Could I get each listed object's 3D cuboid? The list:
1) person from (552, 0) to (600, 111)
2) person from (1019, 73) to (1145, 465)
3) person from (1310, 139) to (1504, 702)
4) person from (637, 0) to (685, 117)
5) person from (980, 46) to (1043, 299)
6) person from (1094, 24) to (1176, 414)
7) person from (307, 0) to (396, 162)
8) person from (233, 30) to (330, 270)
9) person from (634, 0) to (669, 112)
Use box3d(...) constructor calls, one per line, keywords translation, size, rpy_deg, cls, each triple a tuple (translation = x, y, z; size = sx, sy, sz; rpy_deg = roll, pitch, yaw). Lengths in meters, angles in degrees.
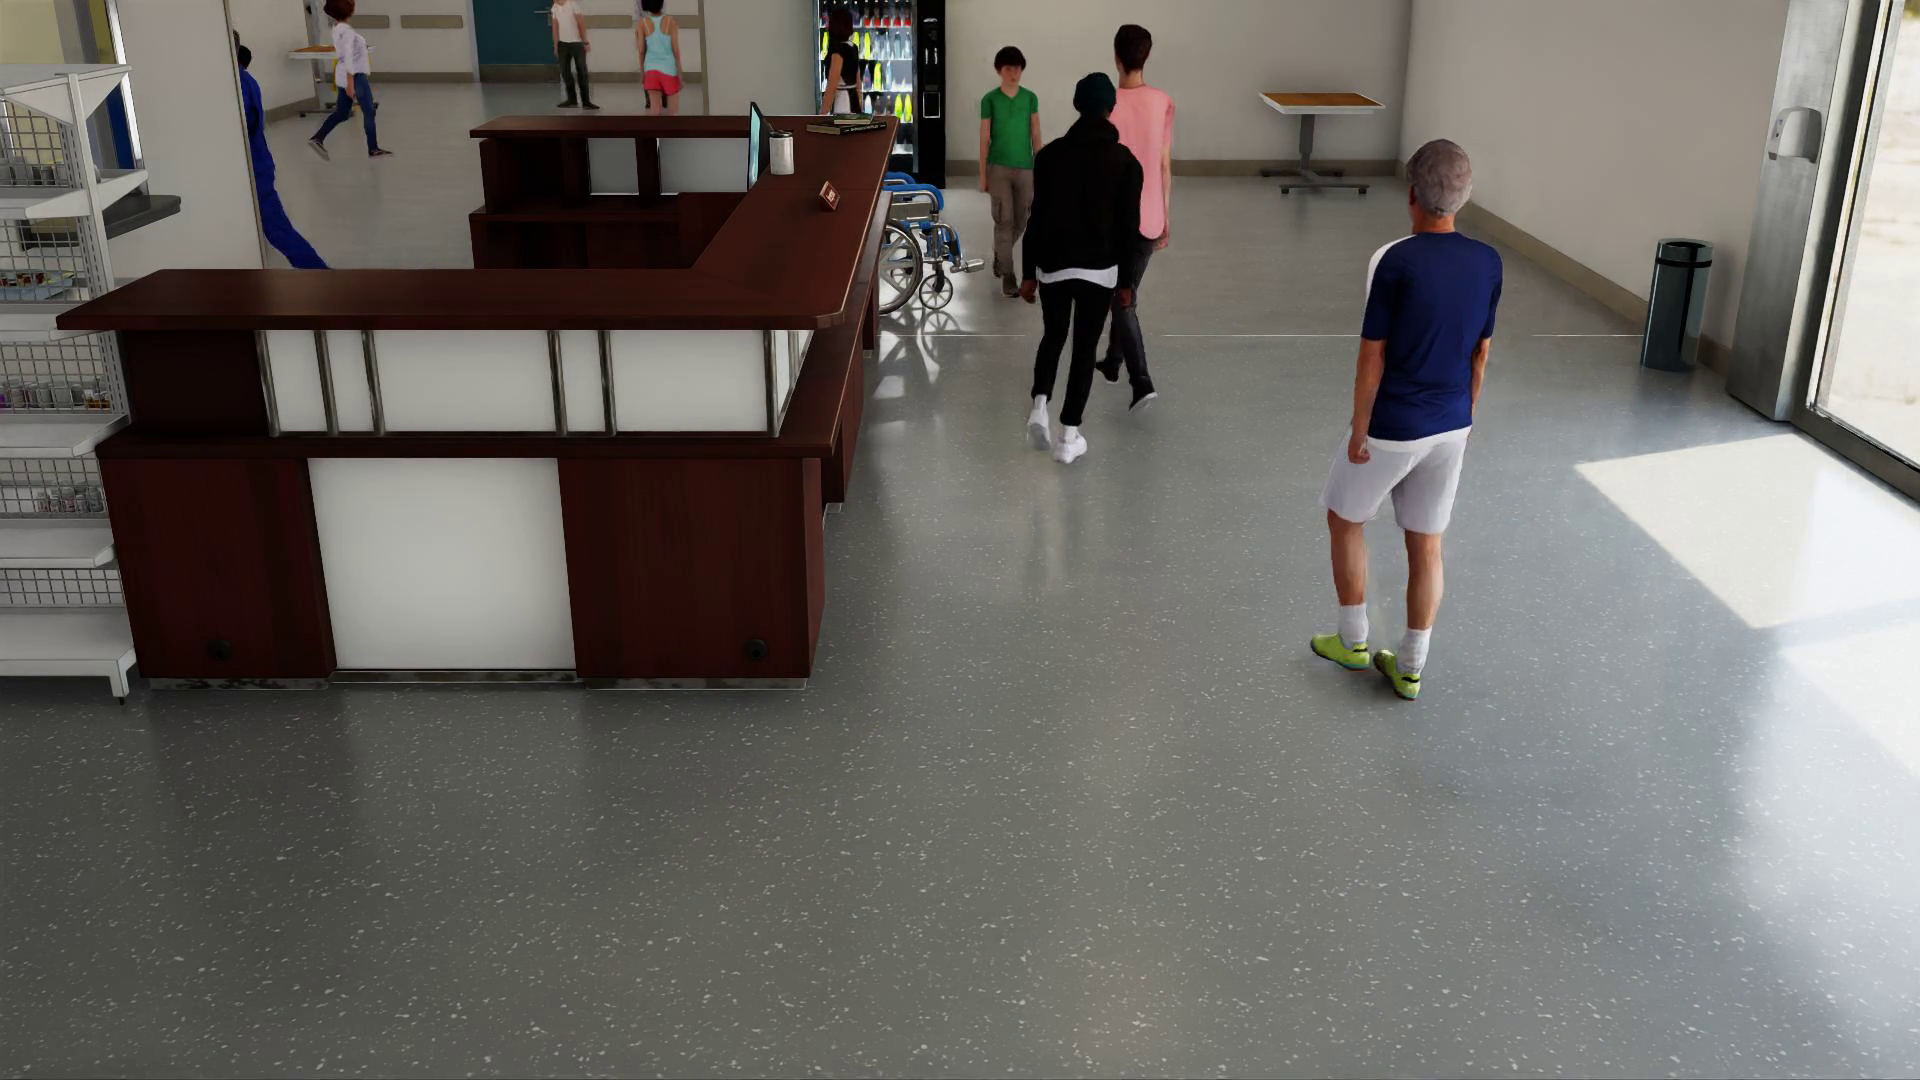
box3d(translation=(-5.039, -6.493, 21.864), size=(0.543, 1.625, 0.833), rpy_deg=(-1, 21, -3), cls="person")
box3d(translation=(0.526, -1.207, 7.668), size=(0.796, 1.793, 0.885), rpy_deg=(6, 21, 15), cls="person")
box3d(translation=(1.490, -0.336, 5.328), size=(0.699, 1.823, 0.813), rpy_deg=(-6, 21, -15), cls="person")
box3d(translation=(-3.069, -4.697, 16.999), size=(1.122, 1.712, 0.701), rpy_deg=(-1, 21, -2), cls="person")
box3d(translation=(0.322, -2.507, 11.334), size=(1.011, 1.628, 0.791), rpy_deg=(-4, 21, -11), cls="person")
box3d(translation=(0.883, -1.593, 8.518), size=(1.271, 1.914, 0.893), rpy_deg=(-5, 21, -12), cls="person")
box3d(translation=(-6.421, -4.772, 17.245), size=(1.171, 1.677, 1.029), rpy_deg=(-15, 25, -34), cls="person")
box3d(translation=(-4.412, -2.304, 10.582), size=(1.315, 1.781, 1.014), rpy_deg=(-7, 22, -17), cls="person")
box3d(translation=(-4.046, -6.549, 21.855), size=(0.512, 1.736, 0.693), rpy_deg=(-4, 21, -9), cls="person")
